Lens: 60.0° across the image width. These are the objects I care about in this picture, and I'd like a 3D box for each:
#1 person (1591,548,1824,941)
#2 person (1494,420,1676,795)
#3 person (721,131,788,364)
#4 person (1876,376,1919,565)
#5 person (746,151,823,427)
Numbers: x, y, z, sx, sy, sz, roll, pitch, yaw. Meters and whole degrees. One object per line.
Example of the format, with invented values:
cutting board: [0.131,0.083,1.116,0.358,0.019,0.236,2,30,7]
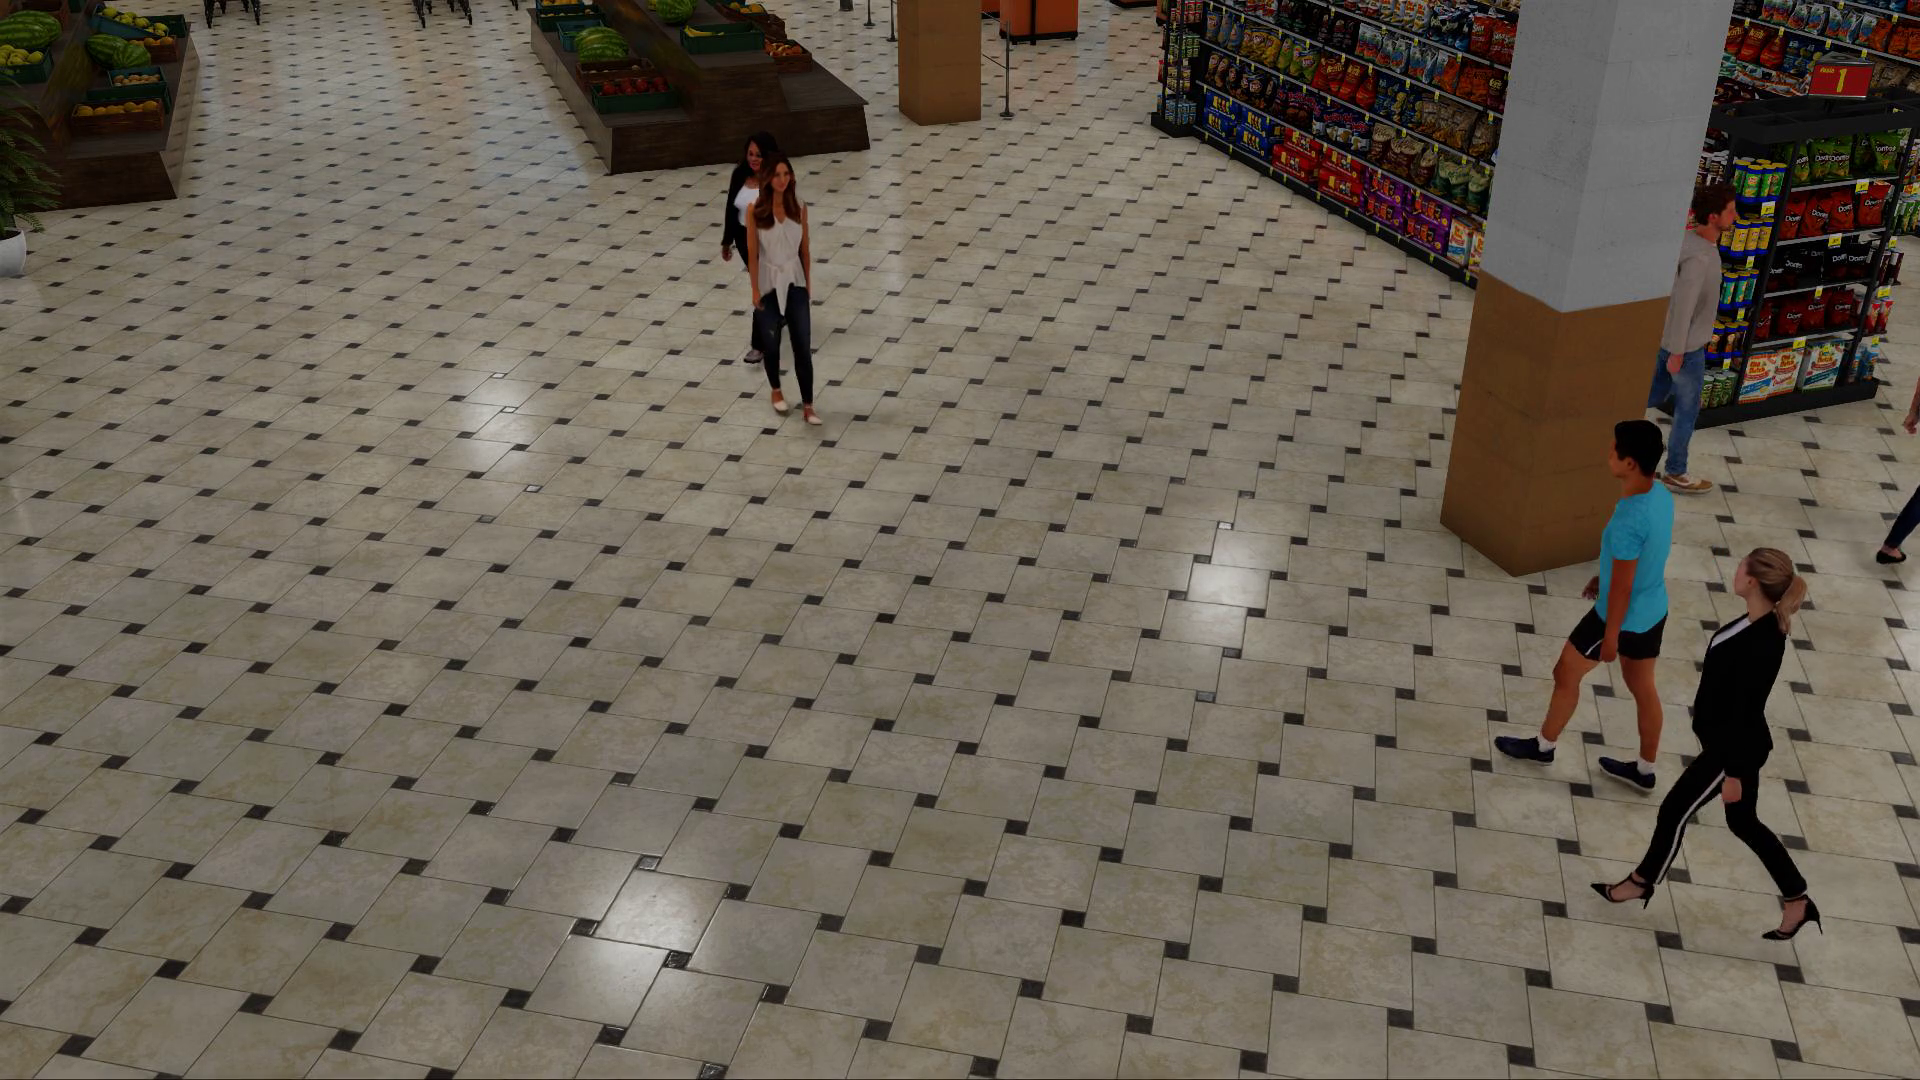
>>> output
person: [3.024,0.844,6.310,1.162,1.665,1.067,14,32,24]
person: [2.935,0.353,7.124,1.058,1.746,0.936,25,37,38]
person: [-1.382,-2.118,11.824,1.092,1.579,1.135,13,31,22]
person: [5.315,-0.620,8.978,0.756,1.677,1.059,-15,32,-25]
person: [-1.203,-1.648,10.774,0.581,1.762,0.894,-9,30,-16]
